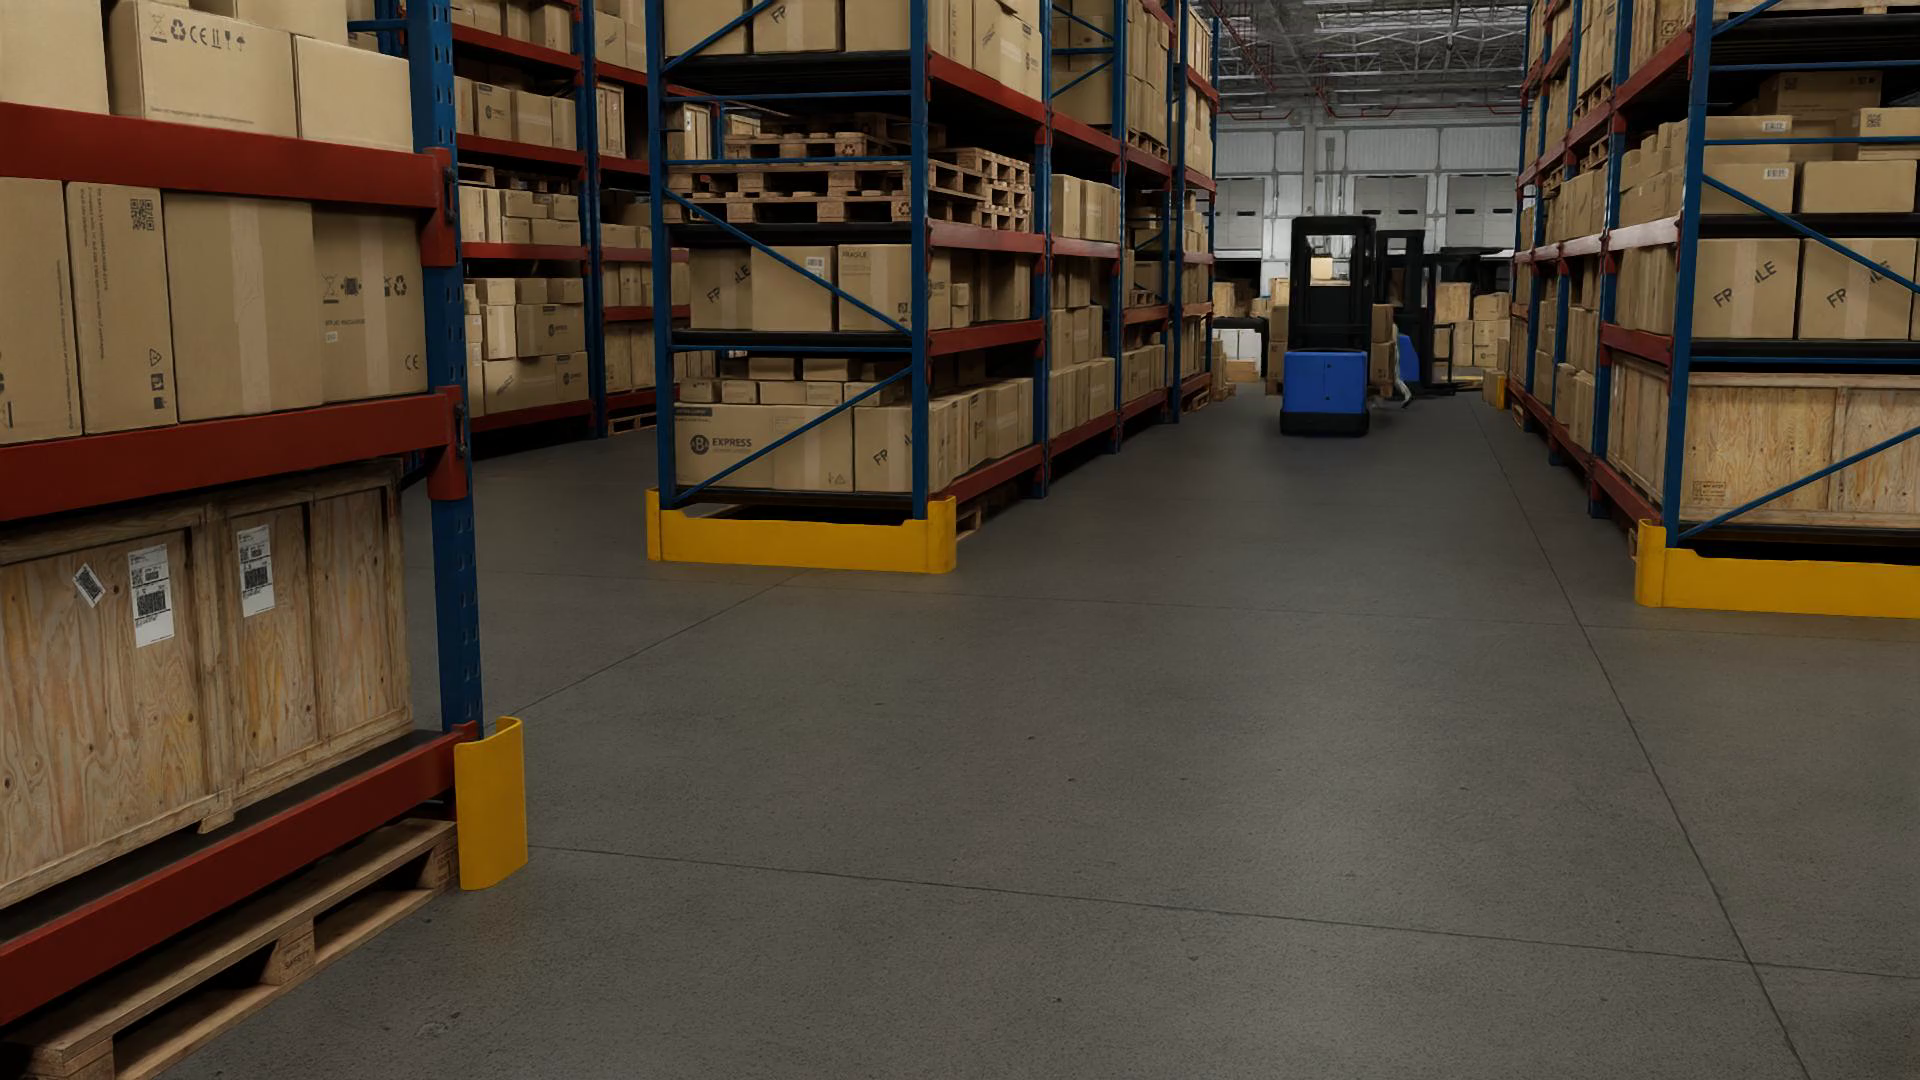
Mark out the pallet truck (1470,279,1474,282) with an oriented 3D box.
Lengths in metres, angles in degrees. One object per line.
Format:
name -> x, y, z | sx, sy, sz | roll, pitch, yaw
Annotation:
pallet truck -> 18.896, -8.459, 60.307 | 1.885, 1.965, 0.823 | 5, 10, 31

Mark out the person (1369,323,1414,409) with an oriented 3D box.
person -> 6.671, -2.793, 25.603 | 0.521, 1.600, 0.739 | -5, 10, -30

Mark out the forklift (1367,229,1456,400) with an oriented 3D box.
forklift -> 7.288, -3.799, 27.909 | 1.873, 2.768, 1.129 | -5, 10, -30

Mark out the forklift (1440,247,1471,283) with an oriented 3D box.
forklift -> 12.741, -6.162, 42.924 | 1.129, 2.768, 1.873 | -7, 11, -38

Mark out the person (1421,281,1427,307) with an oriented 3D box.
person -> 13.888, -6.738, 49.580 | 0.372, 1.934, 0.627 | -2, 9, -13

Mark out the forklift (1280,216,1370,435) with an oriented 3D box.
forklift -> 4.833, -2.836, 21.790 | 1.129, 2.768, 1.873 | 2, 9, 15
